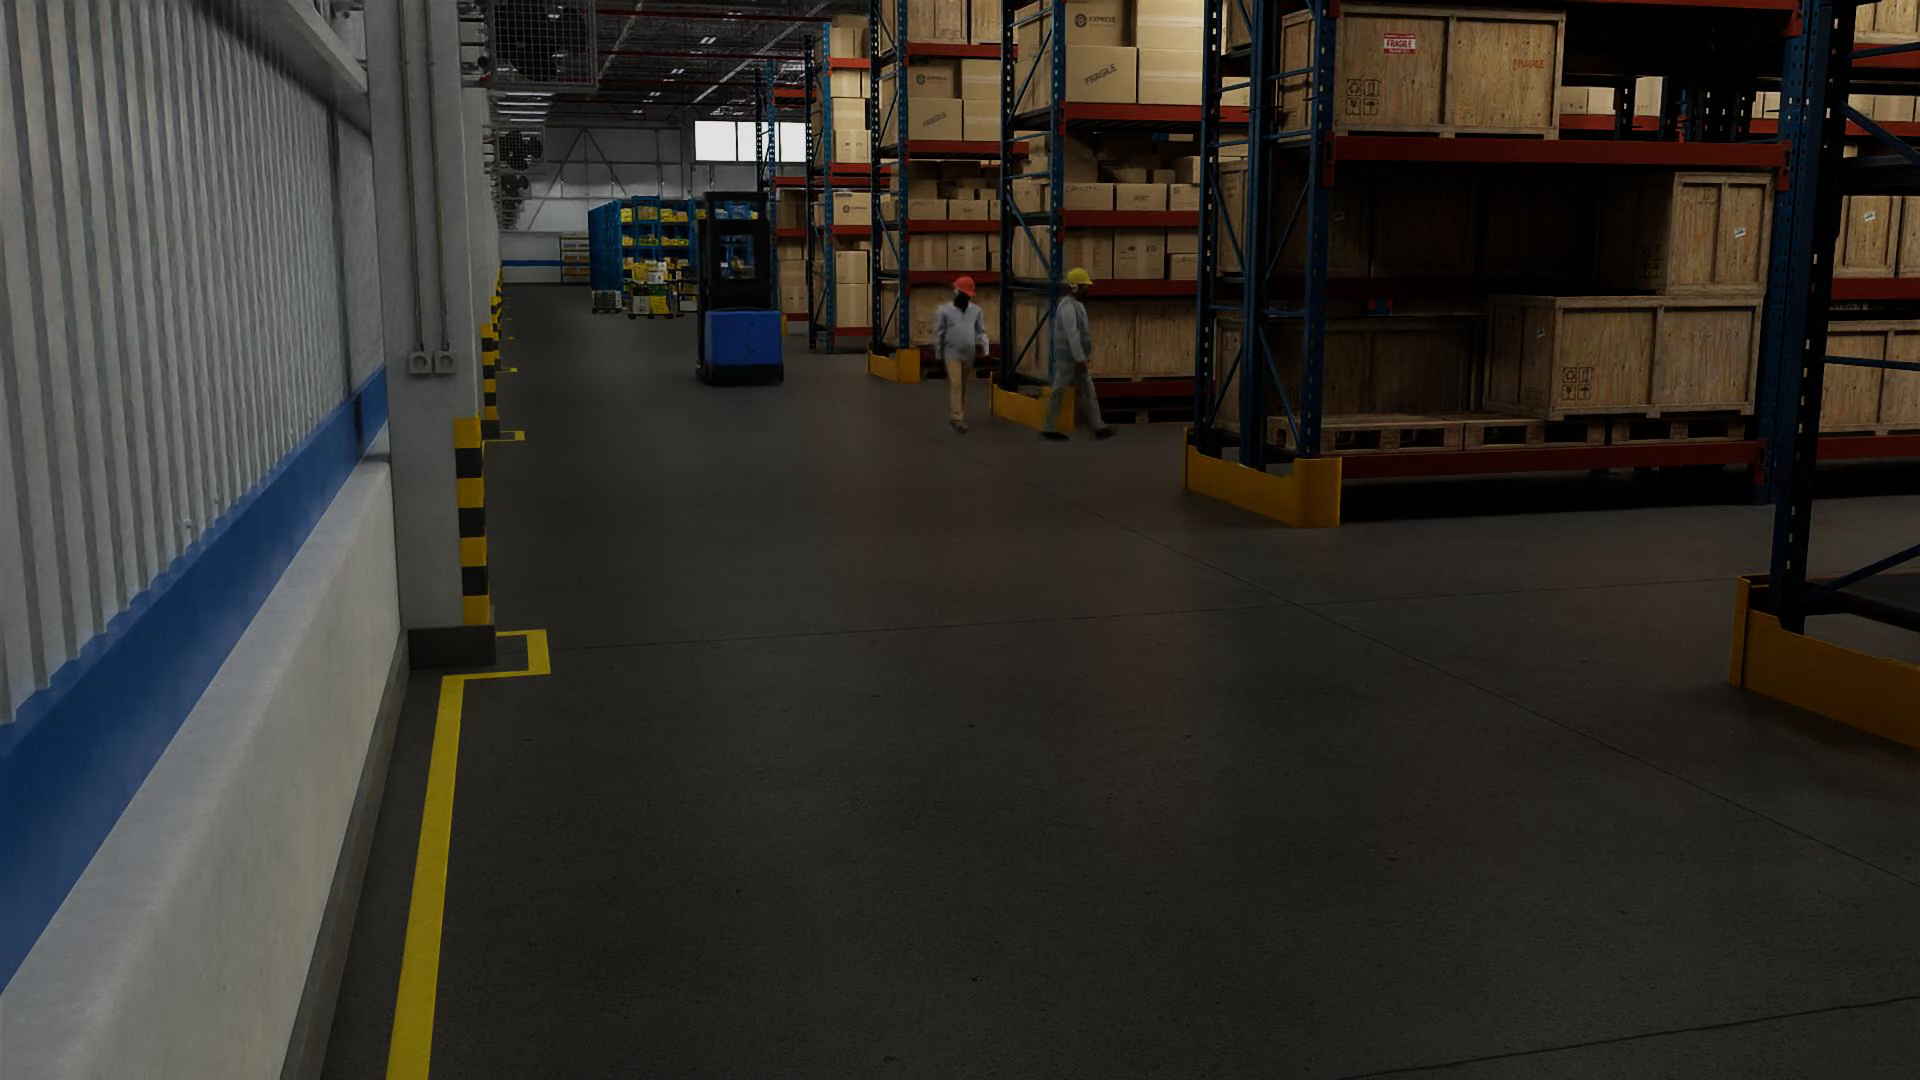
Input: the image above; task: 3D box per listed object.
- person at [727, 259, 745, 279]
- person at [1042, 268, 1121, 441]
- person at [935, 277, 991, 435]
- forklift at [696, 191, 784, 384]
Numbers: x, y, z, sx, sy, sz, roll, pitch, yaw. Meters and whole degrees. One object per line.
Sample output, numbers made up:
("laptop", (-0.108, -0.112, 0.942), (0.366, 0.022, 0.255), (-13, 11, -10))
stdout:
("person", (-5.415, -5.893, 40.013), (0.498, 1.727, 0.571), (3, 10, 17))
("person", (1.260, -1.898, 17.198), (0.882, 1.794, 0.599), (4, 11, 19))
("person", (0.015, -2.010, 18.118), (0.551, 1.693, 0.866), (-5, 11, -28))
("forklift", (-3.303, -3.775, 24.752), (1.129, 2.768, 1.873), (-3, 10, -15))
